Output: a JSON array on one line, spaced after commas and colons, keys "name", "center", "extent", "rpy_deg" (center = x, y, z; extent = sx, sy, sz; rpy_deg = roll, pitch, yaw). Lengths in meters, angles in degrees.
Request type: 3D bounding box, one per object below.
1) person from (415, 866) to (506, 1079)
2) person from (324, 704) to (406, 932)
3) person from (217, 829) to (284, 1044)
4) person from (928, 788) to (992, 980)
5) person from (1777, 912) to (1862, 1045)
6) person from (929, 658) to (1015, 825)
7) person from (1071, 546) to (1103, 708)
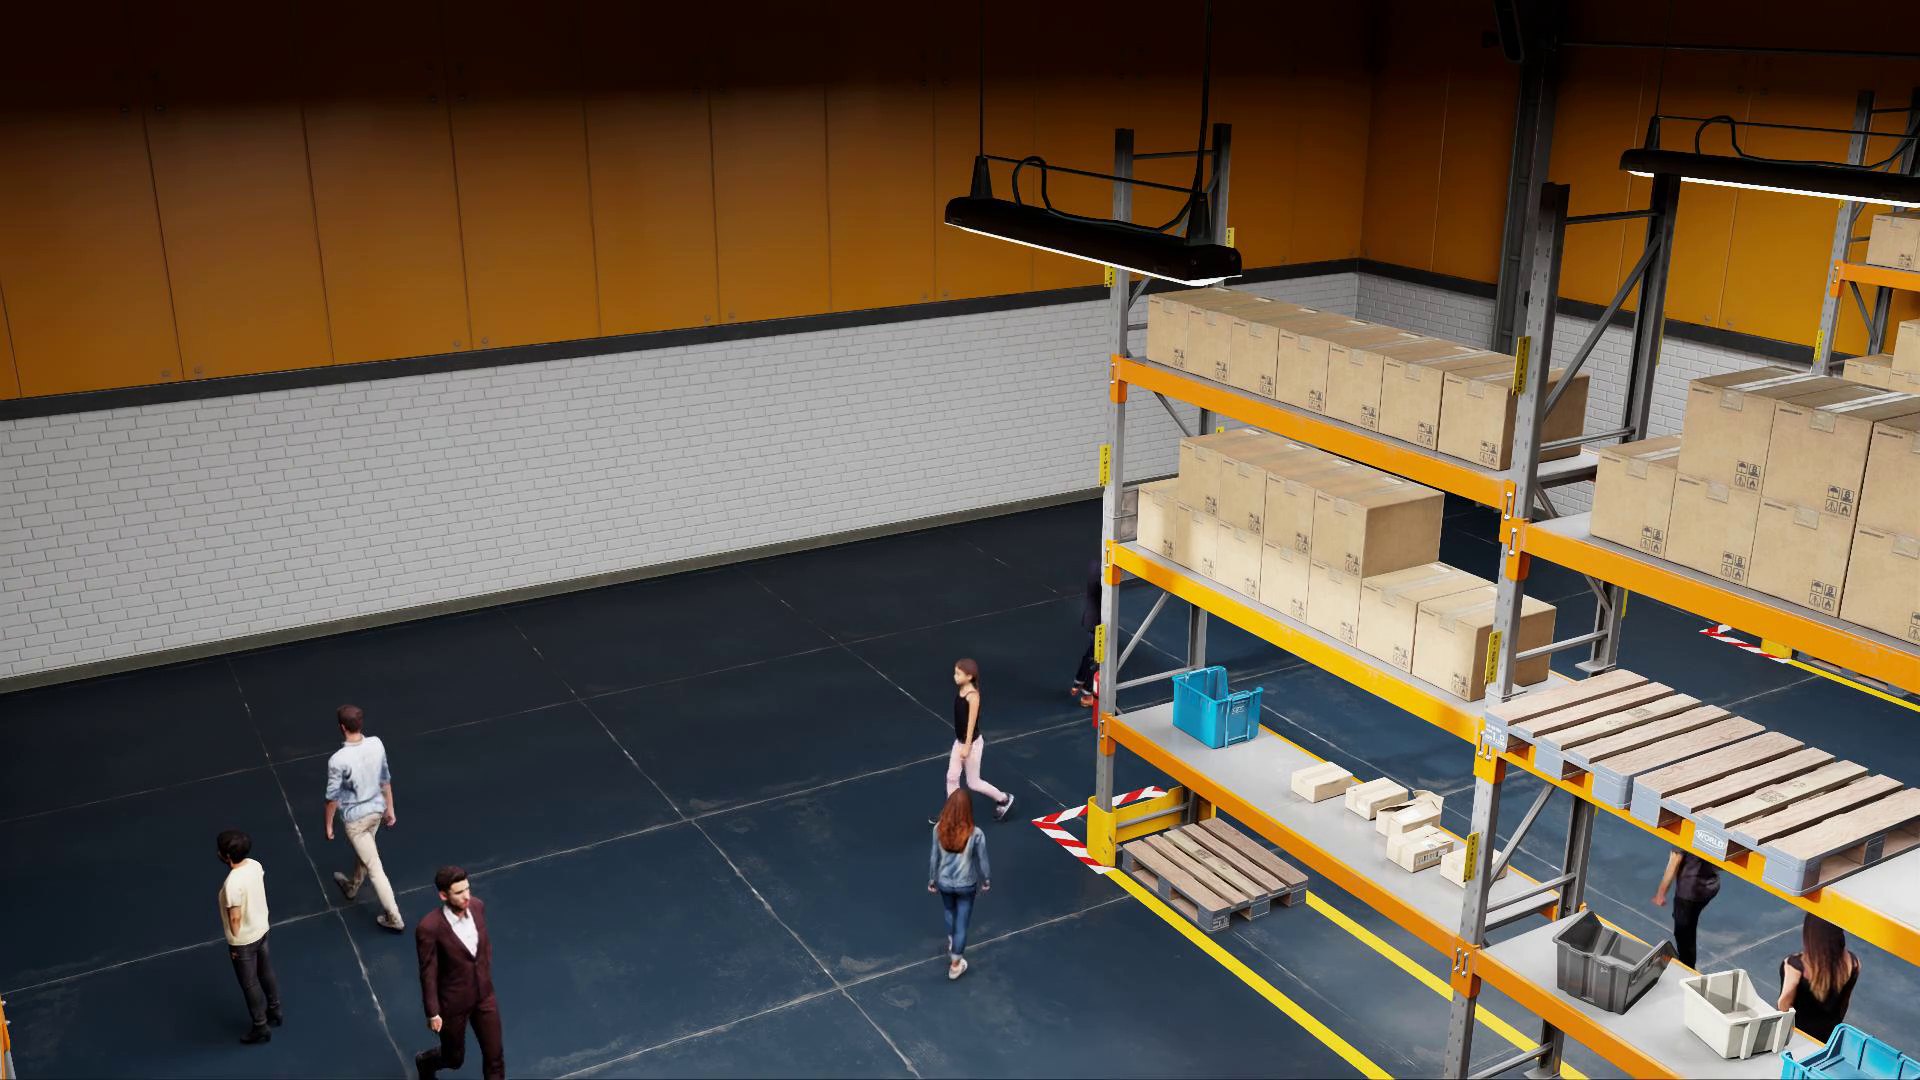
[{"name": "person", "center": [-3.221, 2.883, 10.592], "extent": [1.220, 1.842, 0.991], "rpy_deg": [13, 22, 33]}, {"name": "person", "center": [-4.525, 2.168, 12.770], "extent": [1.259, 1.806, 1.018], "rpy_deg": [11, 22, 31]}, {"name": "person", "center": [-4.908, 2.722, 11.474], "extent": [0.707, 1.584, 0.585], "rpy_deg": [0, 19, 0]}, {"name": "person", "center": [-0.042, 2.544, 12.190], "extent": [0.798, 1.463, 0.857], "rpy_deg": [5, 19, 16]}, {"name": "person", "center": [5.259, 3.052, 10.292], "extent": [0.727, 1.713, 0.724], "rpy_deg": [-3, 19, -8]}, {"name": "person", "center": [0.132, 1.761, 14.395], "extent": [0.685, 1.540, 0.942], "rpy_deg": [-7, 20, -19]}, {"name": "person", "center": [1.351, 0.844, 16.733], "extent": [1.000, 1.786, 0.800], "rpy_deg": [-7, 20, -19]}]
